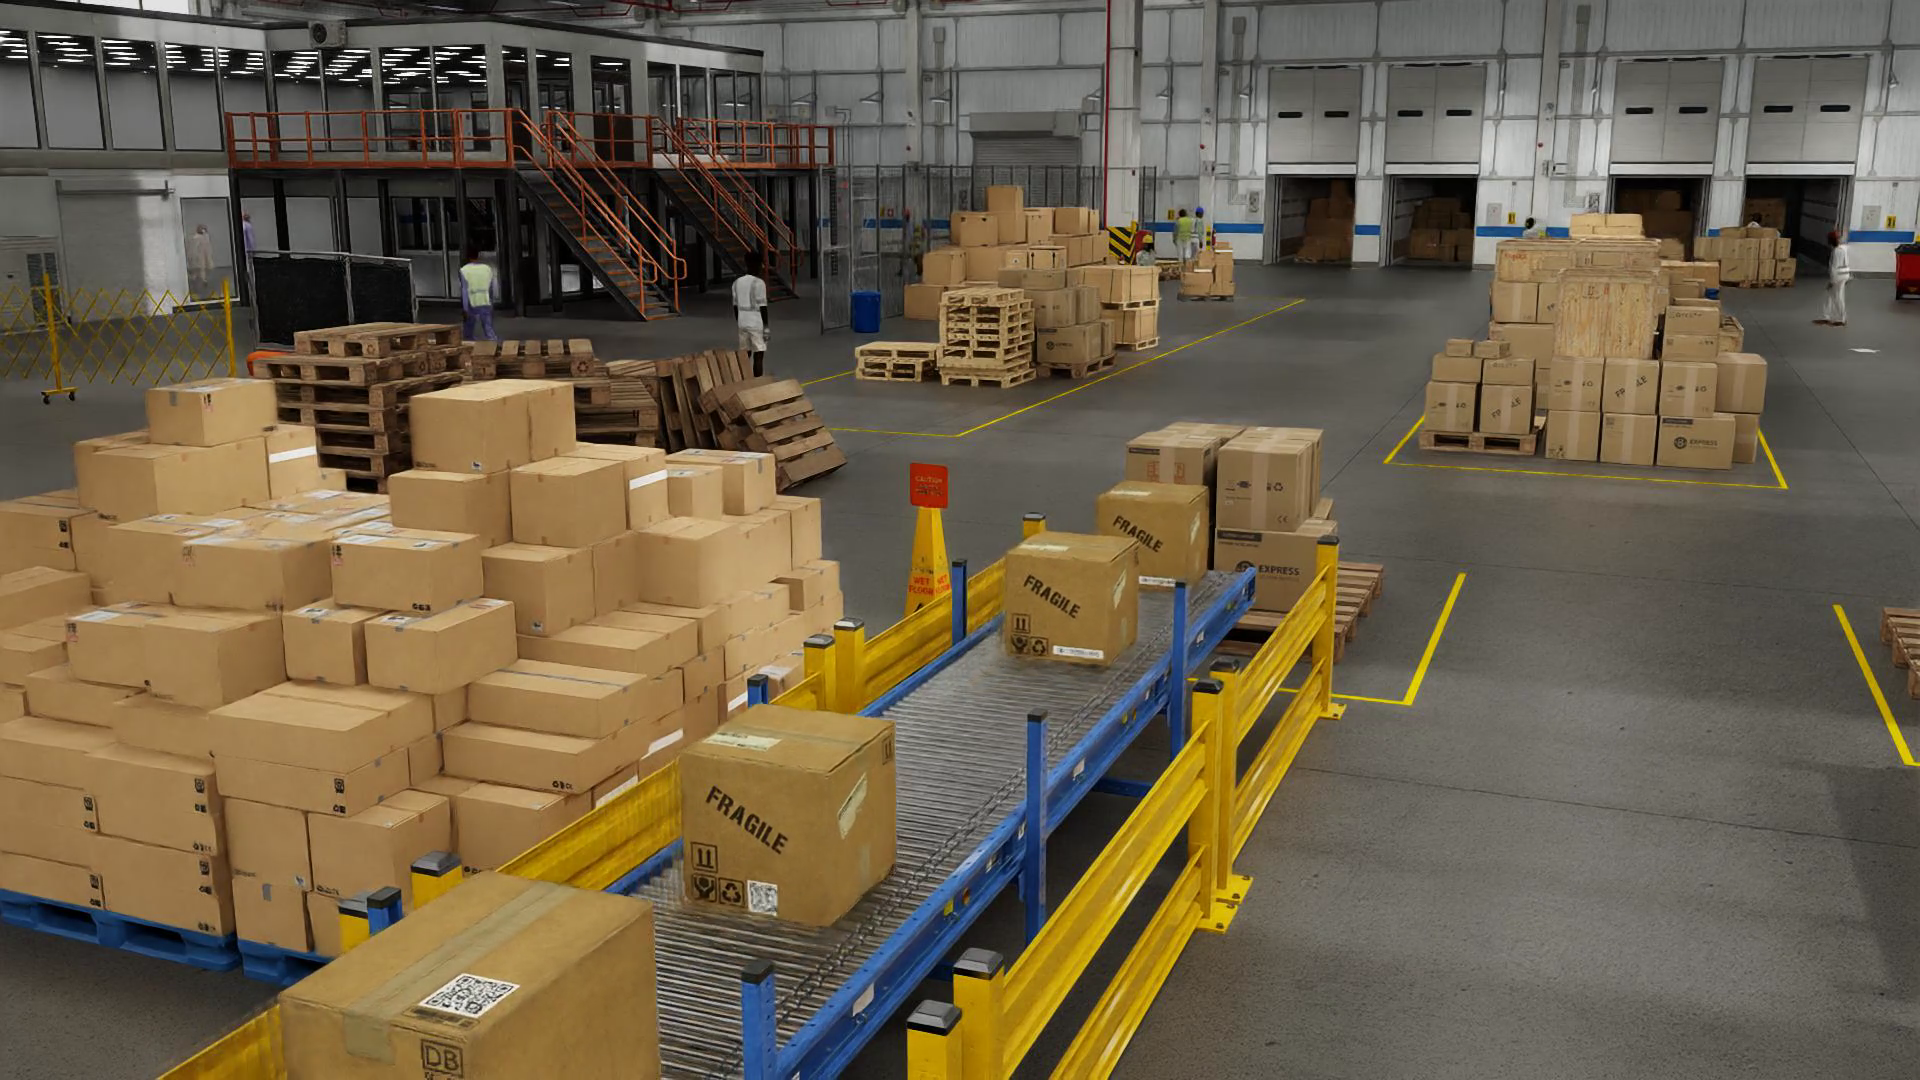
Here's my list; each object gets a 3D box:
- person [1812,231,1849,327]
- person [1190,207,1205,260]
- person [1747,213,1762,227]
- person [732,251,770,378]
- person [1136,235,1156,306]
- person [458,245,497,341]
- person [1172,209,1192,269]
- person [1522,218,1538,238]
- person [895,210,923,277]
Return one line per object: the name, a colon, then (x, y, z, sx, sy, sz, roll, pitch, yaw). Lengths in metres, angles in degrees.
person: (16.861, -5.043, 32.154, 0.776, 1.845, 0.638, 8, 15, 31)
person: (6.829, -8.585, 47.816, 0.402, 1.942, 0.603, -3, 13, -13)
person: (21.822, -8.067, 45.722, 0.429, 1.842, 0.630, 2, 13, 10)
person: (-2.727, -2.825, 21.941, 0.603, 1.958, 0.381, 11, 16, 40)
person: (3.662, -5.104, 32.652, 0.485, 1.745, 0.296, -9, 15, -34)
person: (-7.455, -3.598, 25.626, 1.010, 1.860, 0.622, 11, 17, 41)
person: (6.775, -9.164, 50.667, 0.656, 1.828, 0.452, -3, 13, -12)
person: (13.891, -6.986, 40.894, 0.566, 1.826, 0.919, -6, 14, -25)
person: (-1.464, -8.451, 47.305, 0.857, 1.911, 0.564, -11, 17, -41)
